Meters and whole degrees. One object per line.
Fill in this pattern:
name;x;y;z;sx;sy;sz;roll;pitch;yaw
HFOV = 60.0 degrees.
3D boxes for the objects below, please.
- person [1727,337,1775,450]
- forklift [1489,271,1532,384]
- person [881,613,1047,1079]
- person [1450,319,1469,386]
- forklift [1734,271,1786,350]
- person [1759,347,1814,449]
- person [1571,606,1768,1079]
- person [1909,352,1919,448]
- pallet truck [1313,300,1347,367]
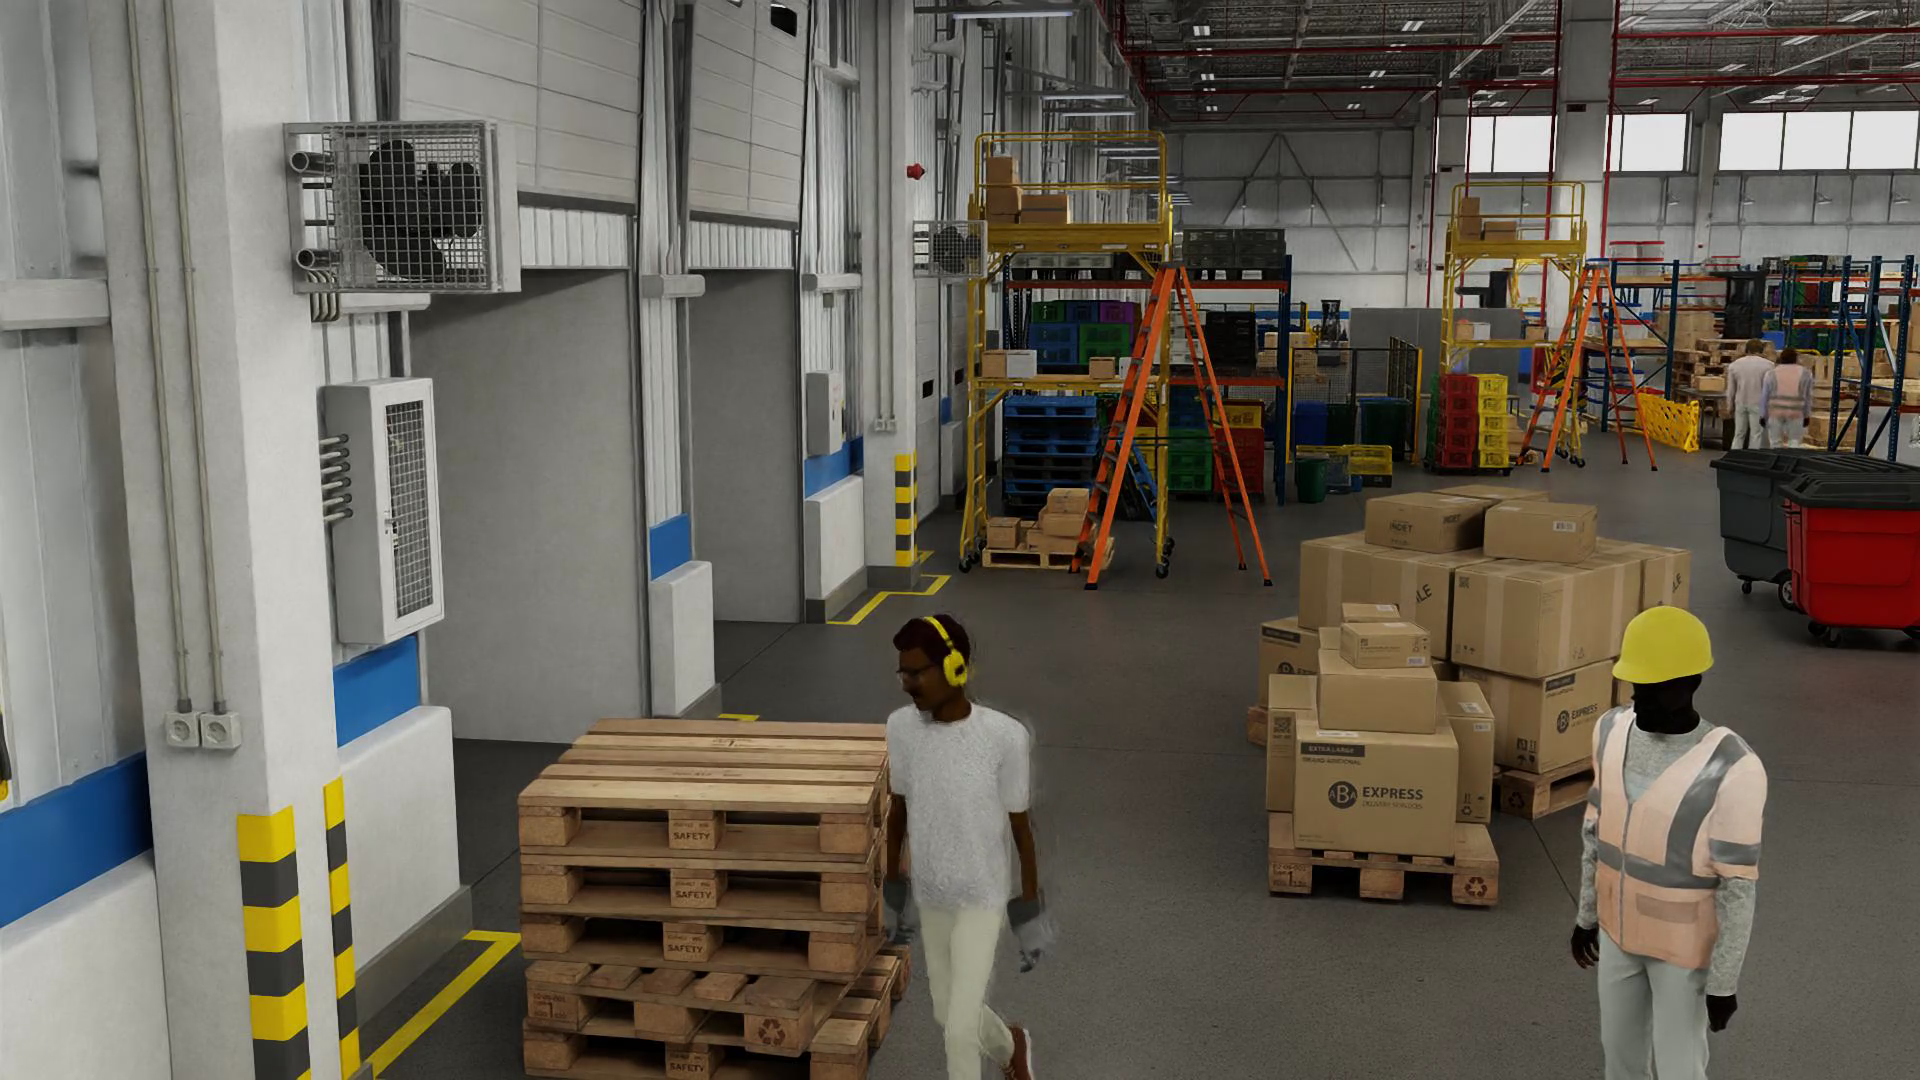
person;10.953;-1.838;23.052;0.389;1.931;0.638;-9;13;-42
forklift;13.426;-5.323;41.594;1.873;2.768;1.129;1;9;9
person;0.028;1.103;5.226;0.559;1.829;0.864;5;10;26
person;9.487;-3.230;31.596;0.376;1.934;0.547;-4;10;-22
forklift;22.711;-6.342;47.879;1.873;2.768;1.129;-3;10;-17
person;11.134;-1.693;22.454;0.644;1.822;0.452;5;10;26
person;1.994;1.127;4.781;0.395;1.918;0.586;-4;10;-23
person;15.508;-2.338;26.718;0.331;1.735;0.494;5;10;29
pallet truck;11.159;-6.200;49.718;0.823;1.965;1.885;4;10;26
